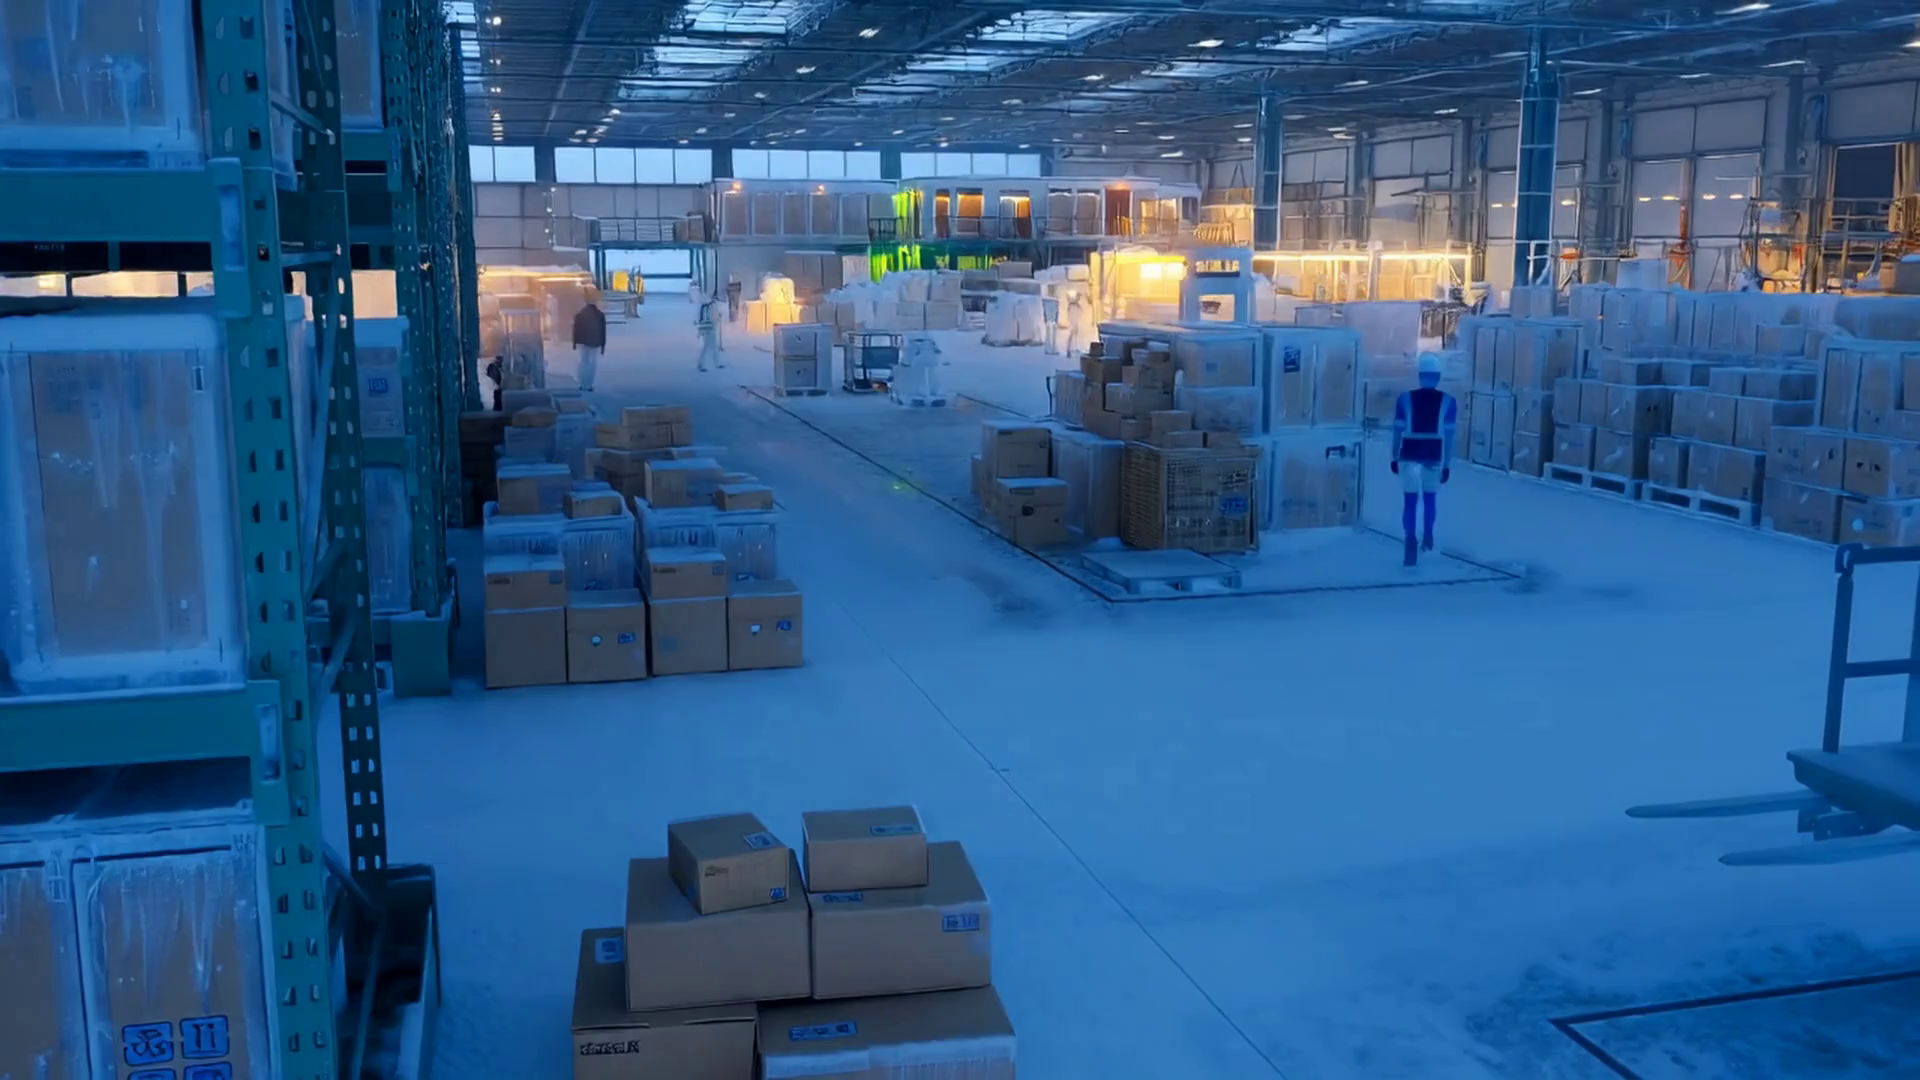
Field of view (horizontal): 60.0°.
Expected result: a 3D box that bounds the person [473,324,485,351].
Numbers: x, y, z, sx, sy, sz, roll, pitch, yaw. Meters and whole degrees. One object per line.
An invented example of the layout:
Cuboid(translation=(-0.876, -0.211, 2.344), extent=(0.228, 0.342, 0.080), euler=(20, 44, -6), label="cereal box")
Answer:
Cuboid(translation=(-12.957, -5.789, 43.817), extent=(0.919, 1.864, 0.557), euler=(-2, 10, -13), label="person")

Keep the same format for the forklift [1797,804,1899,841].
Cuboid(translation=(5.103, 0.113, 7.534), extent=(1.873, 2.768, 1.129), euler=(-3, 10, -15), label="forklift")

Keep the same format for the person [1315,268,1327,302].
Cuboid(translation=(17.208, -12.064, 79.467), extent=(0.431, 1.835, 0.624), euler=(-10, 14, -44), label="person")

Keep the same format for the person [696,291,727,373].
Cuboid(translation=(-5.652, -4.722, 37.840), extent=(0.927, 1.842, 0.590), euler=(-7, 12, -35), label="person")

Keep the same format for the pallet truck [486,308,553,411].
Cuboid(translation=(-6.242, -2.418, 24.362), extent=(0.823, 1.965, 1.885), euler=(1, 10, 3), label="pallet truck")

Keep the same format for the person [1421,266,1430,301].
Cuboid(translation=(21.843, -11.821, 77.725), extent=(0.773, 1.971, 0.529), euler=(-9, 14, -43), label="person")

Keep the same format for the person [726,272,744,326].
Cuboid(translation=(-8.097, -8.659, 59.818), extent=(0.633, 1.951, 0.505), euler=(-1, 10, -7), label="person")

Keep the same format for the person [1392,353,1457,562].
Cuboid(translation=(4.241, -0.754, 15.243), extent=(0.555, 1.904, 0.961), euler=(3, 10, 17), label="person")

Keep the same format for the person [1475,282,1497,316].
Cuboid(translation=(12.589, -5.140, 39.653), extent=(0.617, 2.000, 0.709), euler=(-3, 10, -14), label="person")

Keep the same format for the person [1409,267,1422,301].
Cuboid(translation=(21.045, -11.649, 76.921), extent=(0.613, 1.906, 0.947), euler=(-1, 10, -8), label="person")

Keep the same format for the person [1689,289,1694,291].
Cuboid(translation=(20.390, -6.198, 46.659), extent=(0.542, 1.678, 0.479), euler=(-3, 10, -17), label="person")

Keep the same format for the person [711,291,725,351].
Cuboid(translation=(-6.741, -6.047, 45.937), extent=(0.523, 1.636, 0.311), euler=(2, 10, 11), label="person")

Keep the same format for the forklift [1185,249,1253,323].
Cuboid(translation=(3.577, -2.660, 23.238), extent=(1.129, 2.768, 1.873), euler=(1, 10, 7), label="forklift")

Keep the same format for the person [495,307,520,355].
Cuboid(translation=(-8.991, -3.809, 33.106), extent=(0.371, 1.682, 0.555), euler=(9, 13, 41), label="person")

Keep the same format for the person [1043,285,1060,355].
Cuboid(translation=(2.430, -5.828, 44.076), extent=(0.510, 1.860, 0.334), euler=(7, 12, 33), label="person")

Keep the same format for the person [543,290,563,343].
Cuboid(translation=(-12.136, -6.663, 49.543), extent=(0.515, 1.595, 0.843), euler=(5, 11, 26), label="person")

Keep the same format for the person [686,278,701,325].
Cuboid(translation=(-9.805, -8.757, 61.022), extent=(0.539, 1.732, 0.650), euler=(-5, 11, -25), label="person")

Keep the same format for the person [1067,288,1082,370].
Cuboid(translation=(2.601, -4.756, 37.775), extent=(0.355, 1.936, 0.635), euler=(0, 10, 3), label="person")

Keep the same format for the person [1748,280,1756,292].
Cuboid(translation=(22.464, -6.417, 47.272), extent=(0.624, 1.892, 0.858), euler=(5, 11, 27), label="person")

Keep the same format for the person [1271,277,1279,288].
Cuboid(translation=(10.208, -7.559, 53.844), extent=(0.310, 1.868, 0.531), euler=(2, 10, 13), label="person")

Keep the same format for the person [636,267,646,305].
Cuboid(translation=(-15.740, -12.498, 81.871), extent=(0.515, 1.844, 0.329), euler=(7, 12, 35), label="person")

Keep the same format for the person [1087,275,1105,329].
Cuboid(translation=(4.735, -8.282, 57.874), extent=(0.608, 1.892, 0.585), euler=(0, 10, 1), label="person")

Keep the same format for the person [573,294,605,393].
Cuboid(translation=(-7.231, -3.827, 32.487), extent=(0.624, 1.949, 0.556), euler=(-2, 10, -13), label="person")

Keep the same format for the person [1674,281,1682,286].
Cuboid(translation=(20.306, -6.441, 47.453), extent=(0.634, 1.908, 0.931), euler=(-5, 11, -27), label="person")

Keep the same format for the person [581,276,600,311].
Cuboid(translation=(-11.936, -7.546, 53.609), extent=(0.575, 1.920, 0.686), euler=(-4, 11, -23), label="person")

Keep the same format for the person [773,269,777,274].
Cuboid(translation=(-8.113, -10.886, 72.701), extent=(0.593, 1.864, 0.986), euler=(-1, 10, -4), label="person")

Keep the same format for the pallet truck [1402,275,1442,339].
Cuboid(translation=(14.620, -7.324, 52.145), extent=(0.823, 1.965, 1.885), euler=(8, 13, 40), label="pallet truck")

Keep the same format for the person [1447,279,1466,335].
Cuboid(translation=(16.010, -7.535, 53.825), extent=(0.664, 1.825, 0.604), euler=(-1, 10, -8), label="person")

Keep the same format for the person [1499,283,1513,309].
Cuboid(translation=(15.116, -6.138, 45.807), extent=(0.599, 1.886, 1.011), euler=(-1, 10, -7), label="person")
